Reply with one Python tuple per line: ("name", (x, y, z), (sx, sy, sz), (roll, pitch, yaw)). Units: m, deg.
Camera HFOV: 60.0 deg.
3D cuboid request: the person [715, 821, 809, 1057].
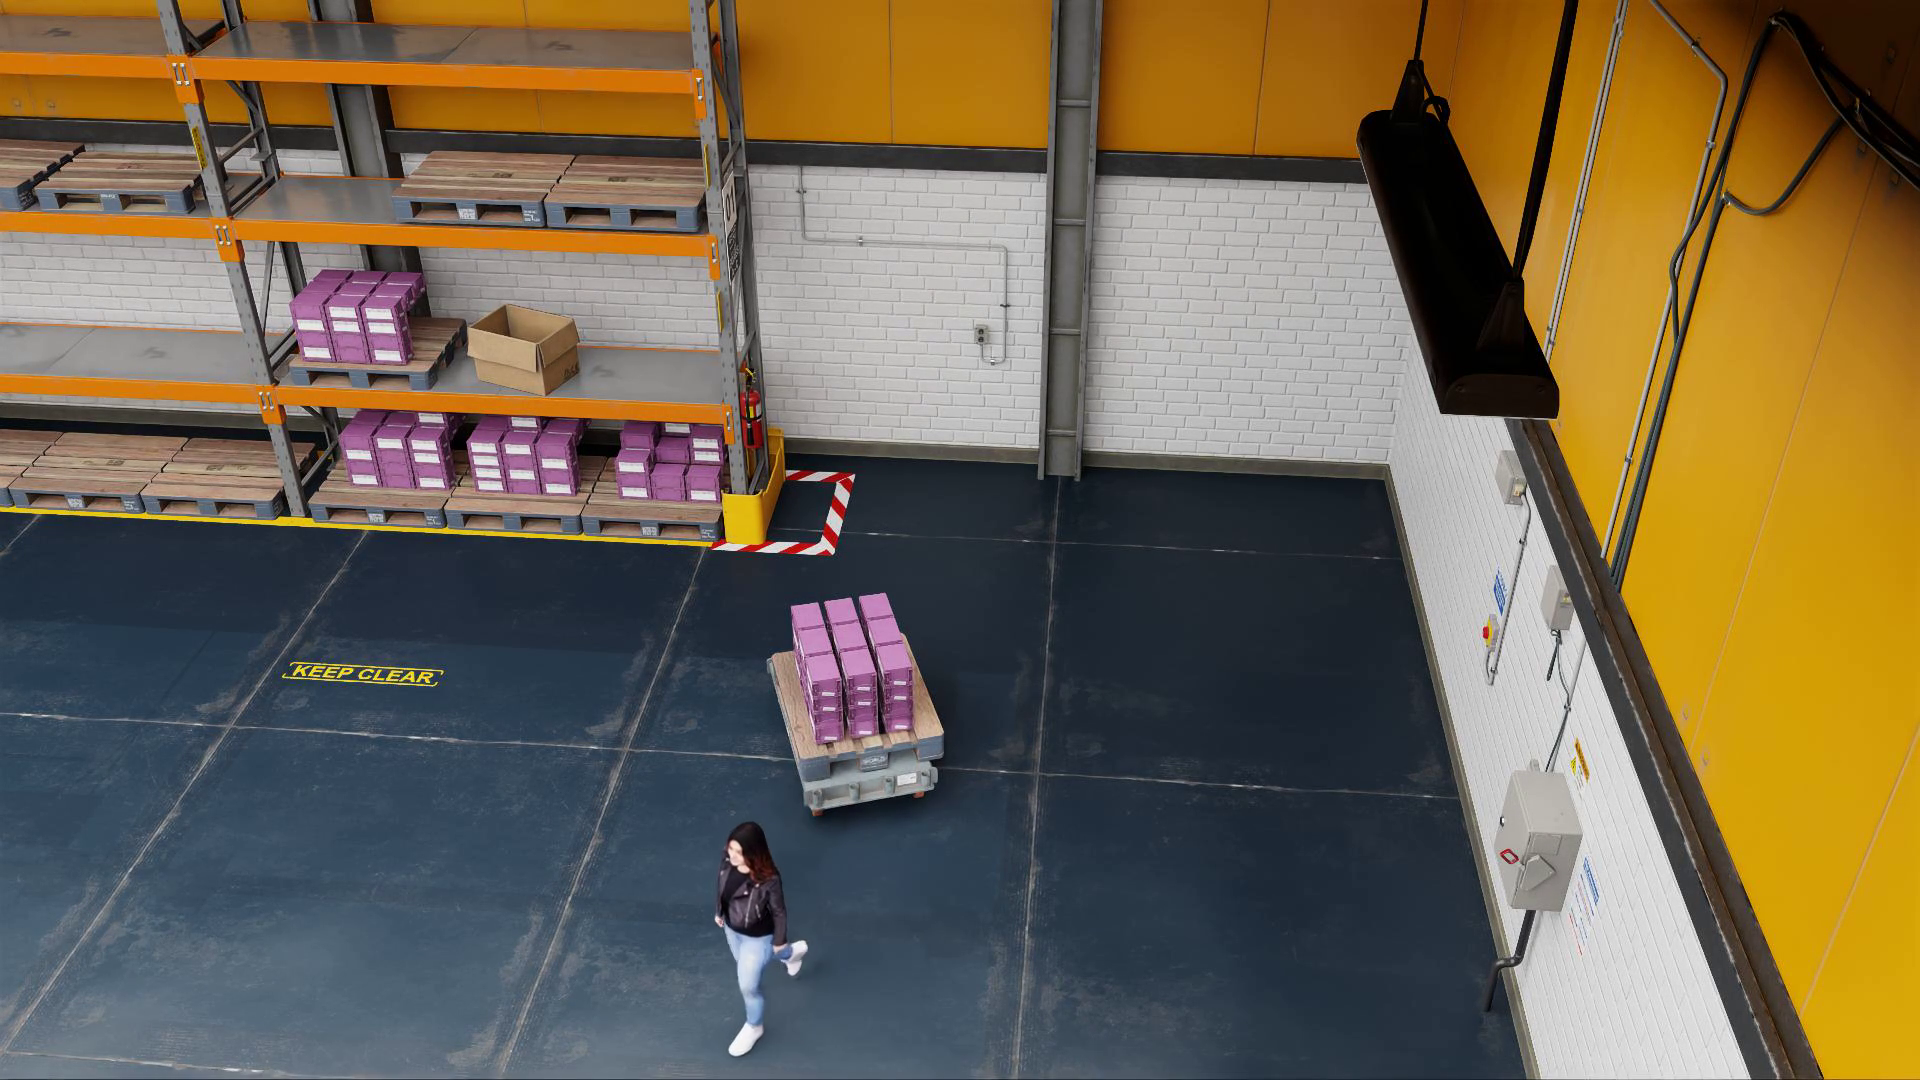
("person", (-1.166, 2.214, 9.644), (1.027, 1.609, 1.036), (26, 41, 33))
